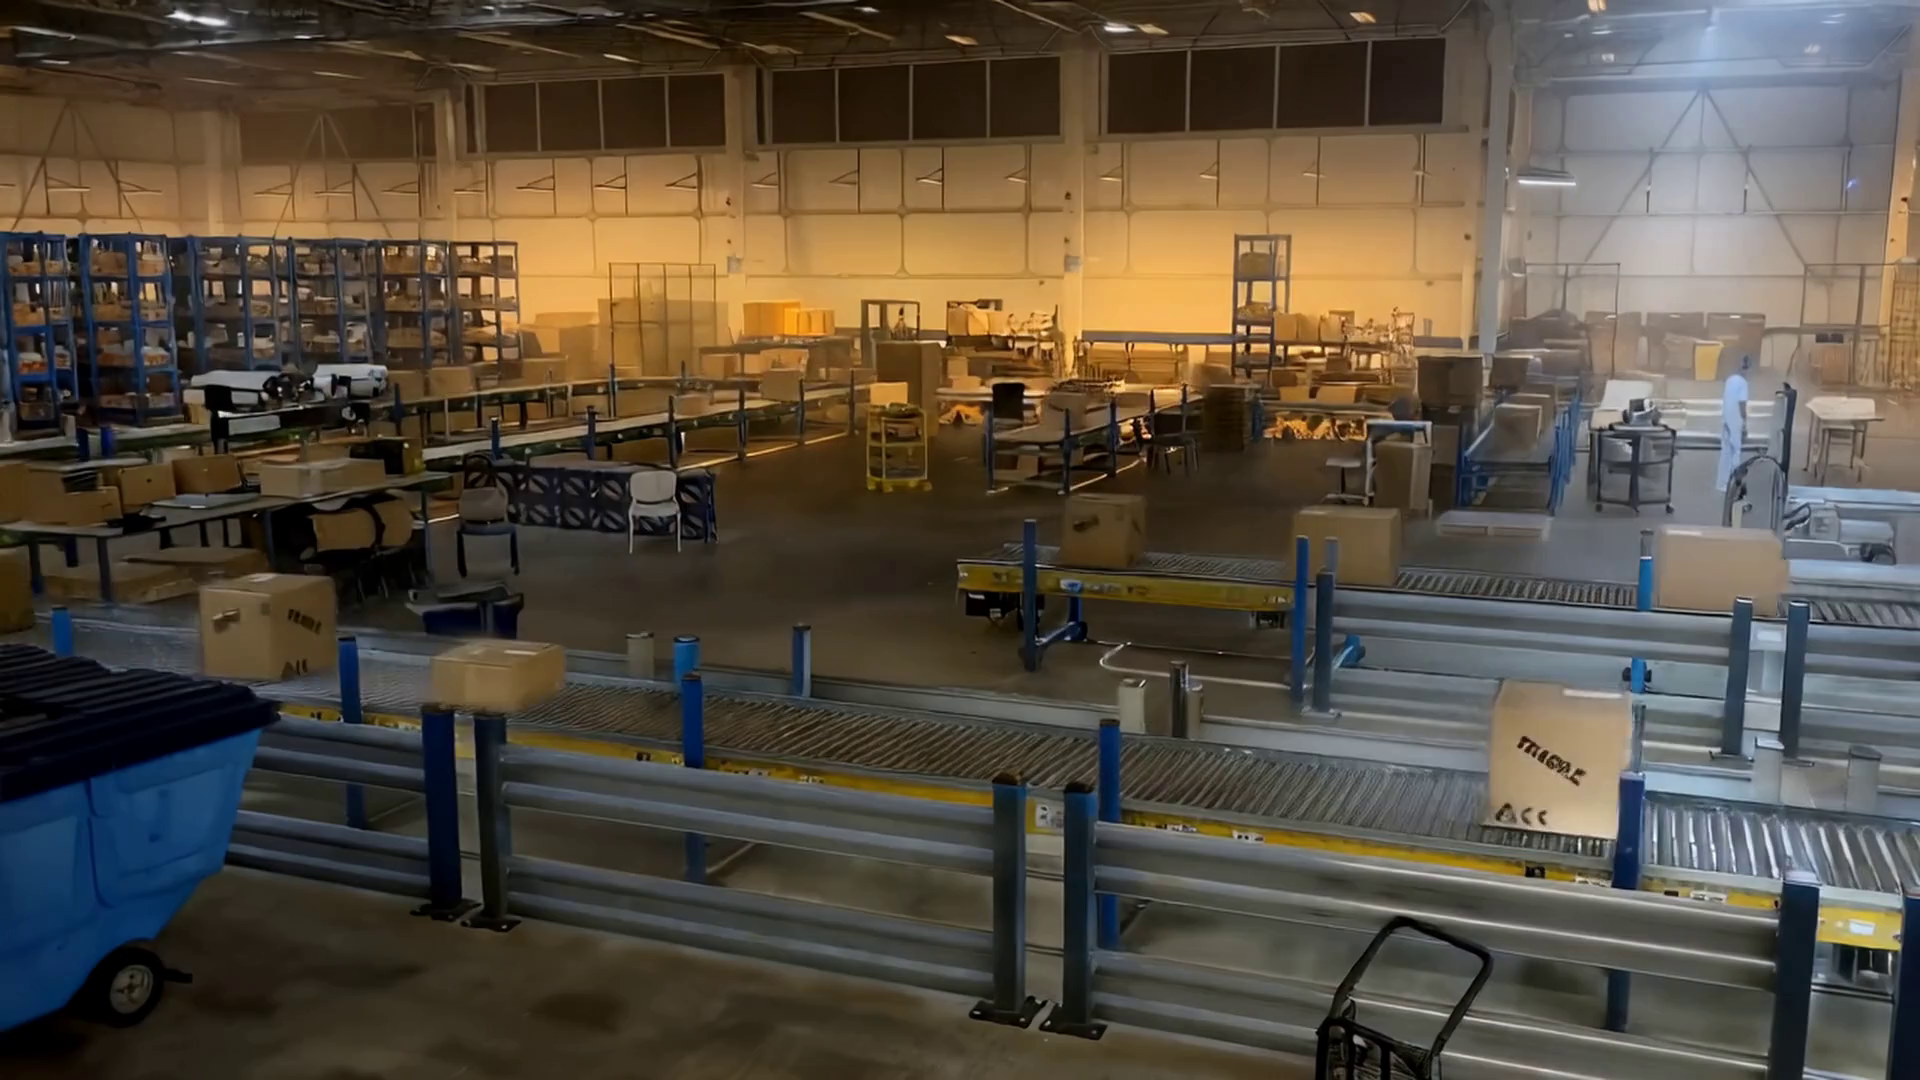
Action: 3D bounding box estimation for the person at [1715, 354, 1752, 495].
[{"bbox_3d":[10.297,-1.532,22.089,0.309,1.868,0.535,-1,9,-6],"label":"person"}]

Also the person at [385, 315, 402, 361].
[{"bbox_3d":[-16.217,-5.820,47.739,0.608,1.987,0.400,5,11,27],"label":"person"}]

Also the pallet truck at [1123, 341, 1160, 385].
[{"bbox_3d":[4.445,-4.380,41.279,0.680,1.201,1.601,4,10,22],"label":"pallet truck"}]

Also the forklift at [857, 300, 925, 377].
[{"bbox_3d":[-1.732,-5.109,42.468,1.157,1.987,2.680,4,10,22],"label":"forklift"}]

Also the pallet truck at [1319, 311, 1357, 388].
[{"bbox_3d":[9.071,-4.419,39.190,0.823,1.965,1.885,5,10,26],"label":"pallet truck"}]

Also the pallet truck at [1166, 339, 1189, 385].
[{"bbox_3d":[5.418,-4.269,40.420,0.704,1.261,1.522,3,10,20],"label":"pallet truck"}]

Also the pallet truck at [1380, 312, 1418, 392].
[{"bbox_3d":[10.207,-4.283,38.369,0.823,1.965,1.885,3,10,20],"label":"pallet truck"}]

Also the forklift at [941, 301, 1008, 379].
[{"bbox_3d":[0.365,-4.966,41.571,1.157,1.987,2.680,3,10,20],"label":"forklift"}]

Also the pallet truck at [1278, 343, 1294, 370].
[{"bbox_3d":[7.886,-4.163,39.743,0.653,1.274,1.630,4,10,22],"label":"pallet truck"}]
